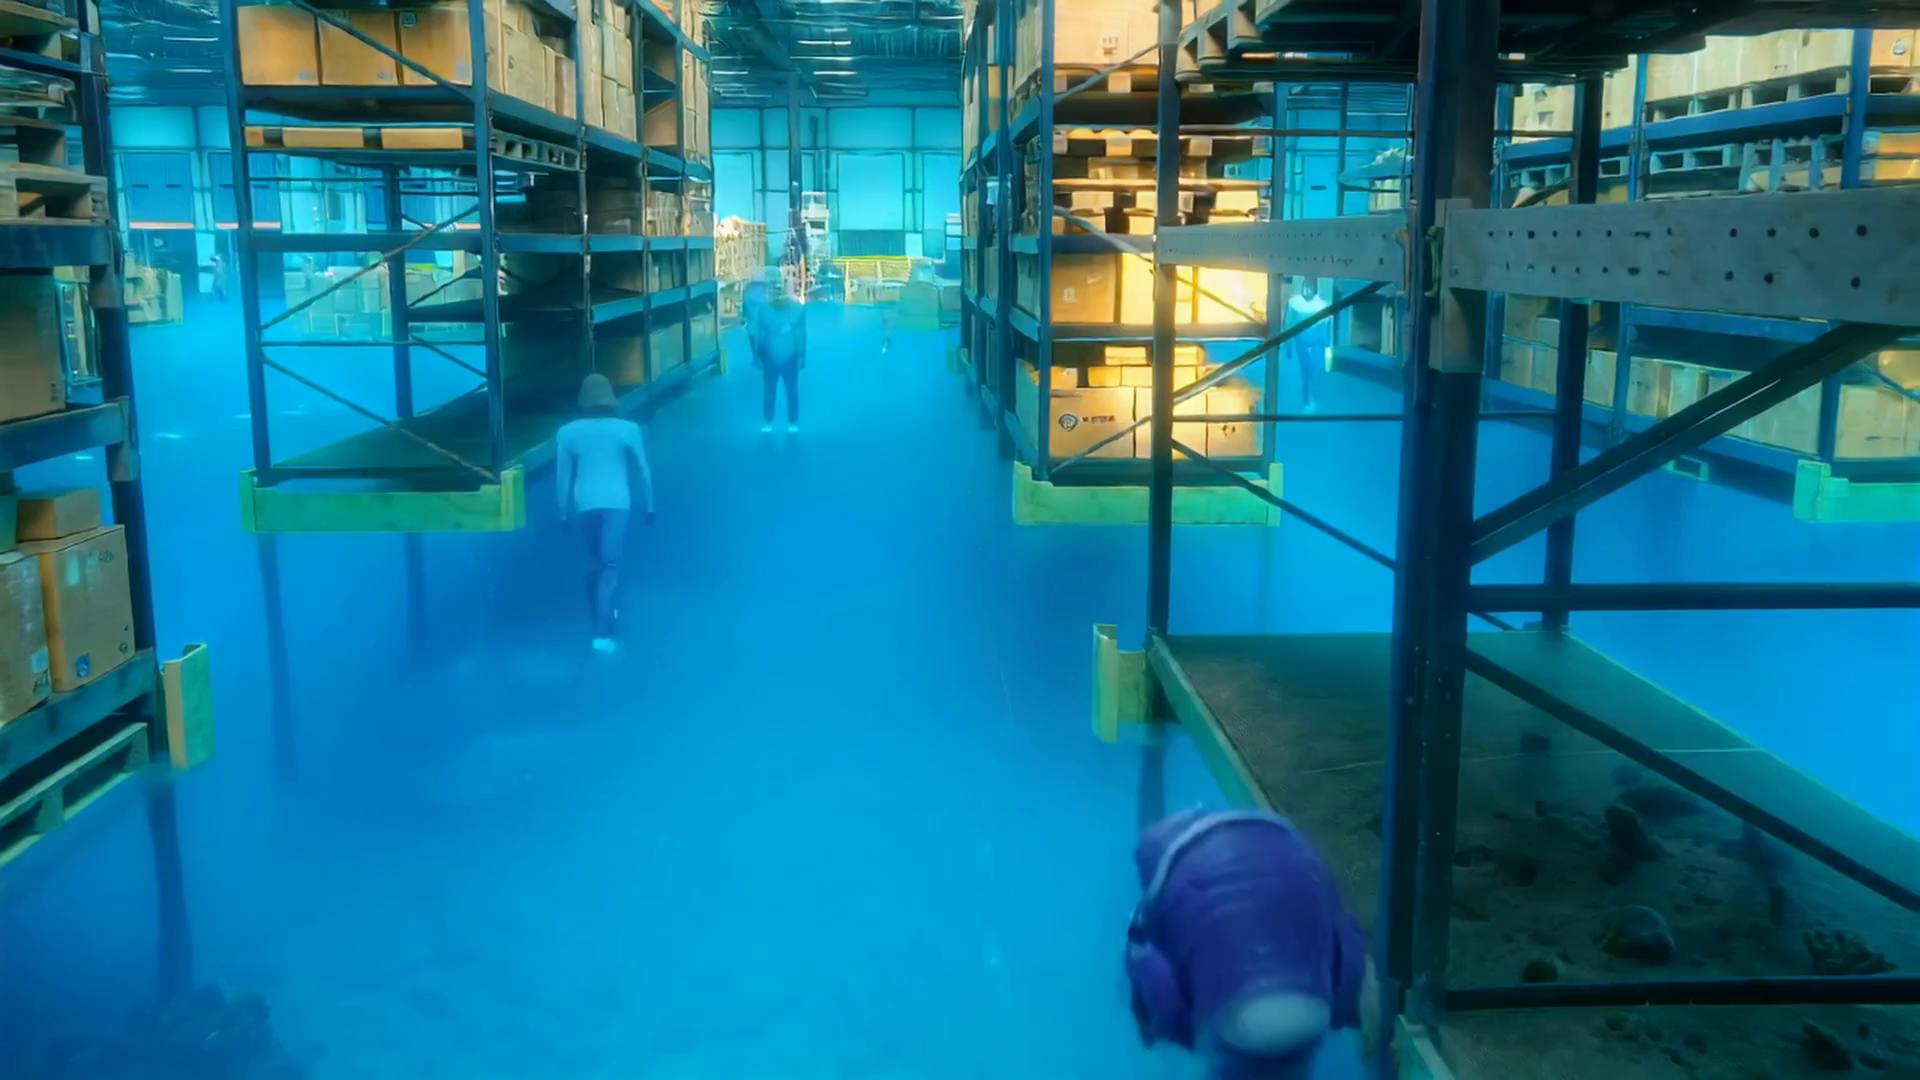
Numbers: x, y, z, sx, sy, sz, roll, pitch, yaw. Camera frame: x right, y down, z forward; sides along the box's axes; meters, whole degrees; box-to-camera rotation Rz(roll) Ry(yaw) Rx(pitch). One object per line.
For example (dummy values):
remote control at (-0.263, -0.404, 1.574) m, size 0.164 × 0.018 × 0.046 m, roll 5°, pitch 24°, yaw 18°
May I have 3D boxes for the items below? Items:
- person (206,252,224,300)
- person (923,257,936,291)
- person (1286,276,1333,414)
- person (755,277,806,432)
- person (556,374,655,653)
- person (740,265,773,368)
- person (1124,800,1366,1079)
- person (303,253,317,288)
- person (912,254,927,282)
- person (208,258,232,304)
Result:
person at (-30.126, -10.656, 67.221) m, size 0.917 × 1.896 × 0.554 m, roll 2°, pitch 10°, yaw 13°
person at (-0.999, -8.355, 54.587) m, size 0.512 × 1.840 × 0.340 m, roll 7°, pitch 12°, yaw 34°
person at (4.749, -2.670, 22.667) m, size 0.644 × 1.920 × 0.572 m, roll 2°, pitch 10°, yaw 10°
person at (-2.222, -2.281, 20.540) m, size 0.638 × 1.909 × 0.408 m, roll 2°, pitch 10°, yaw 9°
person at (-2.071, -0.168, 9.668) m, size 0.512 × 1.587 × 0.872 m, roll 1°, pitch 10°, yaw 6°
person at (-3.792, -4.166, 31.055) m, size 0.618 × 1.915 × 0.999 m, roll -1°, pitch 10°, yaw -7°
person at (0.291, 1.179, 1.602) m, size 0.618 × 1.799 × 0.912 m, roll 0°, pitch 10°, yaw 2°
person at (-26.308, -10.693, 67.485) m, size 0.947 × 1.873 × 0.609 m, roll 9°, pitch 14°, yaw 41°
person at (-1.396, -9.062, 58.291) m, size 0.643 × 1.927 × 0.391 m, roll 8°, pitch 13°, yaw 37°
person at (-28.099, -9.813, 62.985) m, size 0.843 × 1.736 × 0.529 m, roll -2°, pitch 10°, yaw -13°
